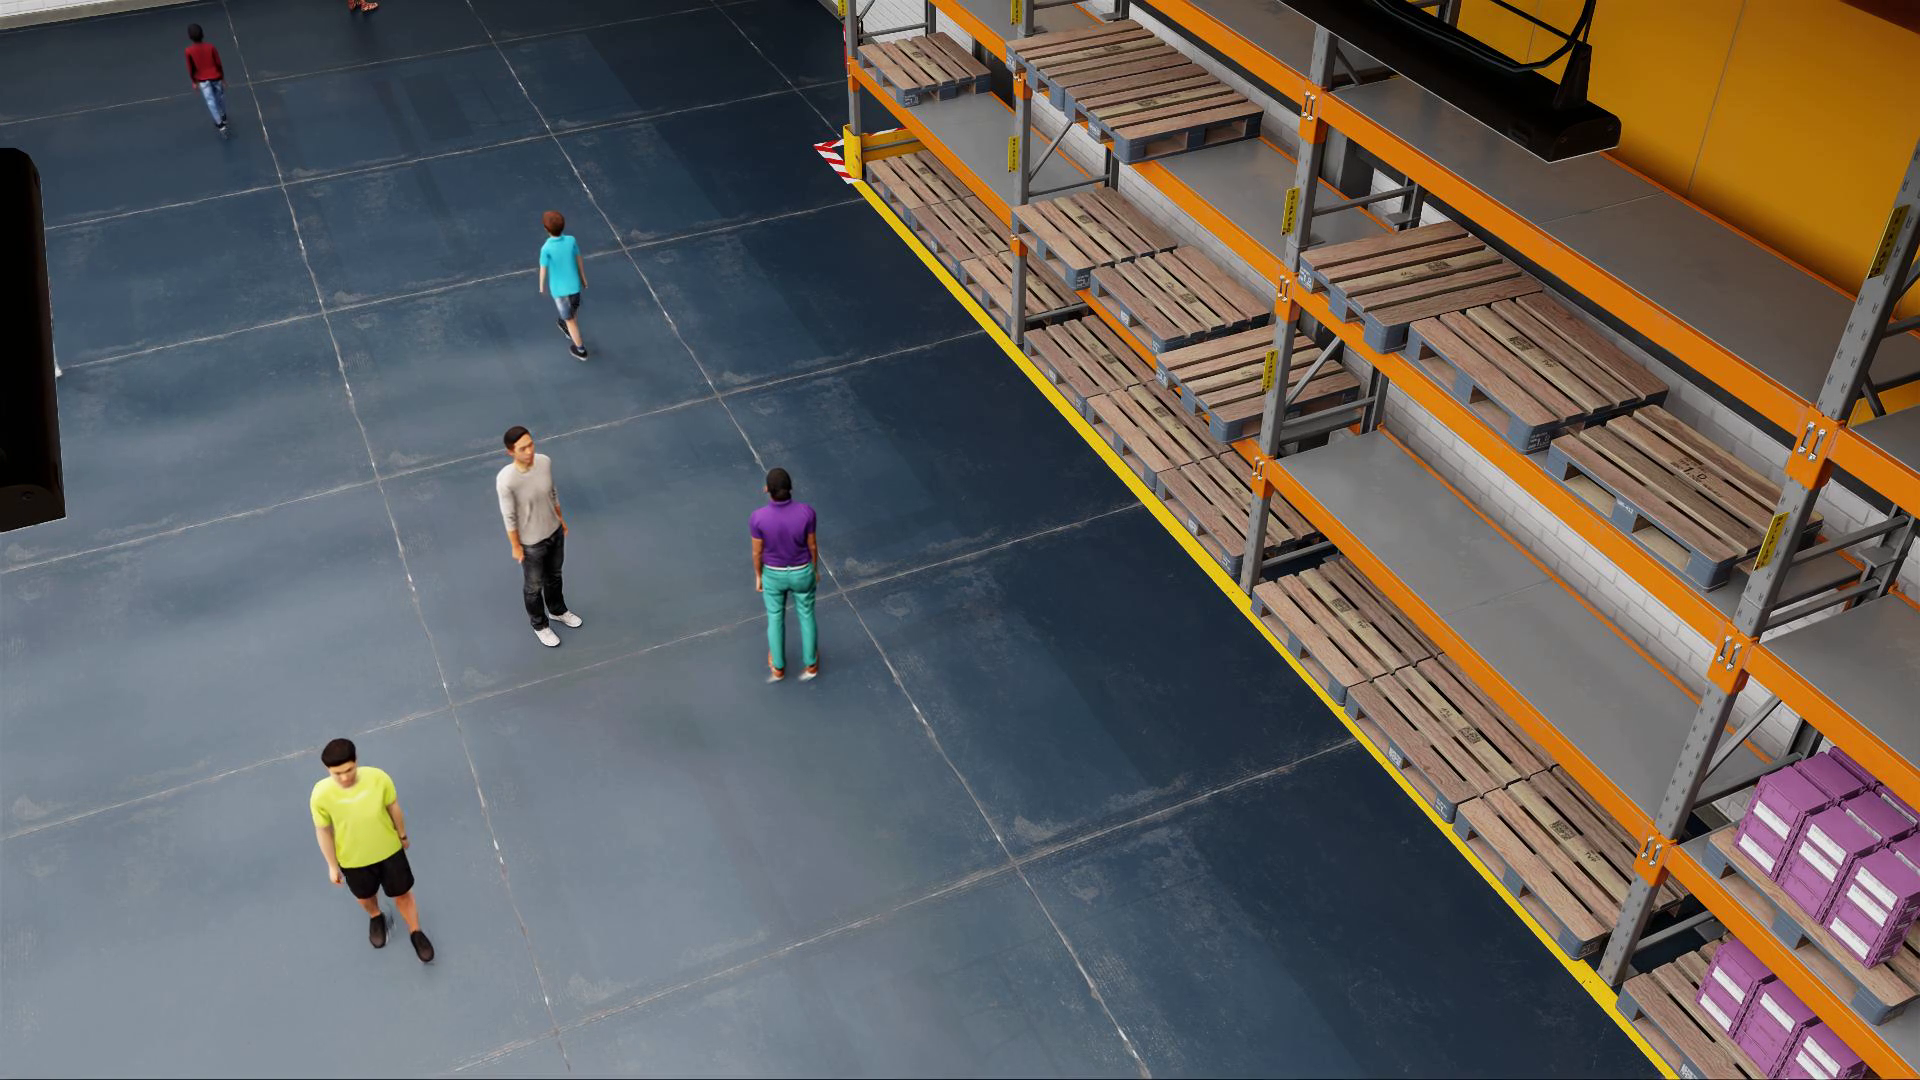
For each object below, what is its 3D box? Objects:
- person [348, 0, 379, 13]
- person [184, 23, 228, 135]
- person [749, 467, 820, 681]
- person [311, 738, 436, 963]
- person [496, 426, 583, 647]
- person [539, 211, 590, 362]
[{"bbox_3d":[-8.032,-7.774,21.718,0.653,1.718,0.734,18,42,21],"label":"person"},{"bbox_3d":[-8.543,-5.238,18.927,0.571,1.239,0.879,-22,43,-25],"label":"person"},{"bbox_3d":[-1.199,0.239,11.644,0.674,1.768,0.649,-4,39,-5],"label":"person"},{"bbox_3d":[-3.502,1.770,9.775,0.623,1.708,0.712,-17,41,-20],"label":"person"},{"bbox_3d":[-3.060,-0.058,11.982,0.733,1.812,0.730,23,44,26],"label":"person"},{"bbox_3d":[-3.539,-2.285,15.078,0.707,1.428,0.922,-30,47,-32],"label":"person"}]
